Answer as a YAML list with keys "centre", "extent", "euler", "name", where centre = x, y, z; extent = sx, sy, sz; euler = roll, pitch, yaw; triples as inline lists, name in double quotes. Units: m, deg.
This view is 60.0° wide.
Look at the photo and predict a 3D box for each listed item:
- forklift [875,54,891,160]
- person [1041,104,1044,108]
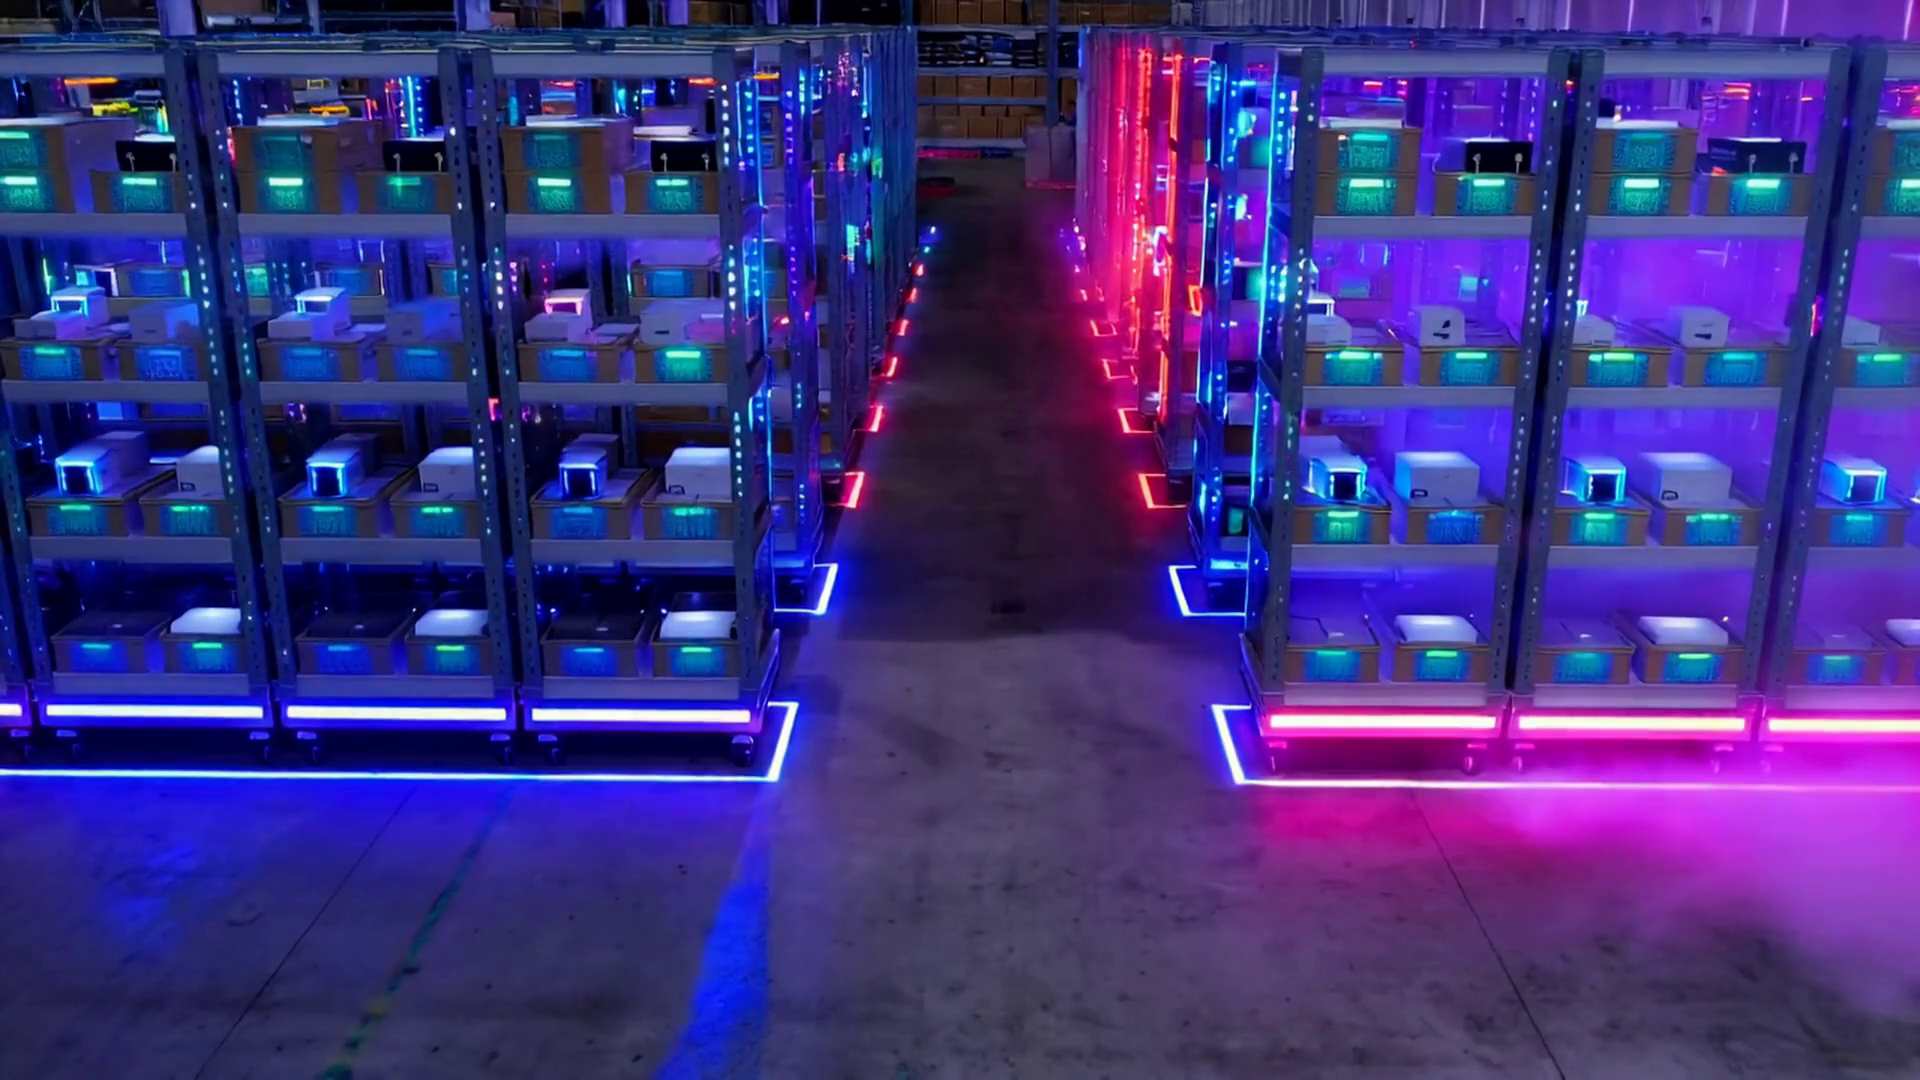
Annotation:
- centre: [-2.111, -11.270, 43.555]
  extent: [1.873, 2.768, 1.129]
  euler: [0, 17, 1]
  name: "forklift"
- centre: [2.718, -14.660, 56.096]
  extent: [0.448, 1.824, 0.629]
  euler: [-6, 18, -17]
  name: "person"
